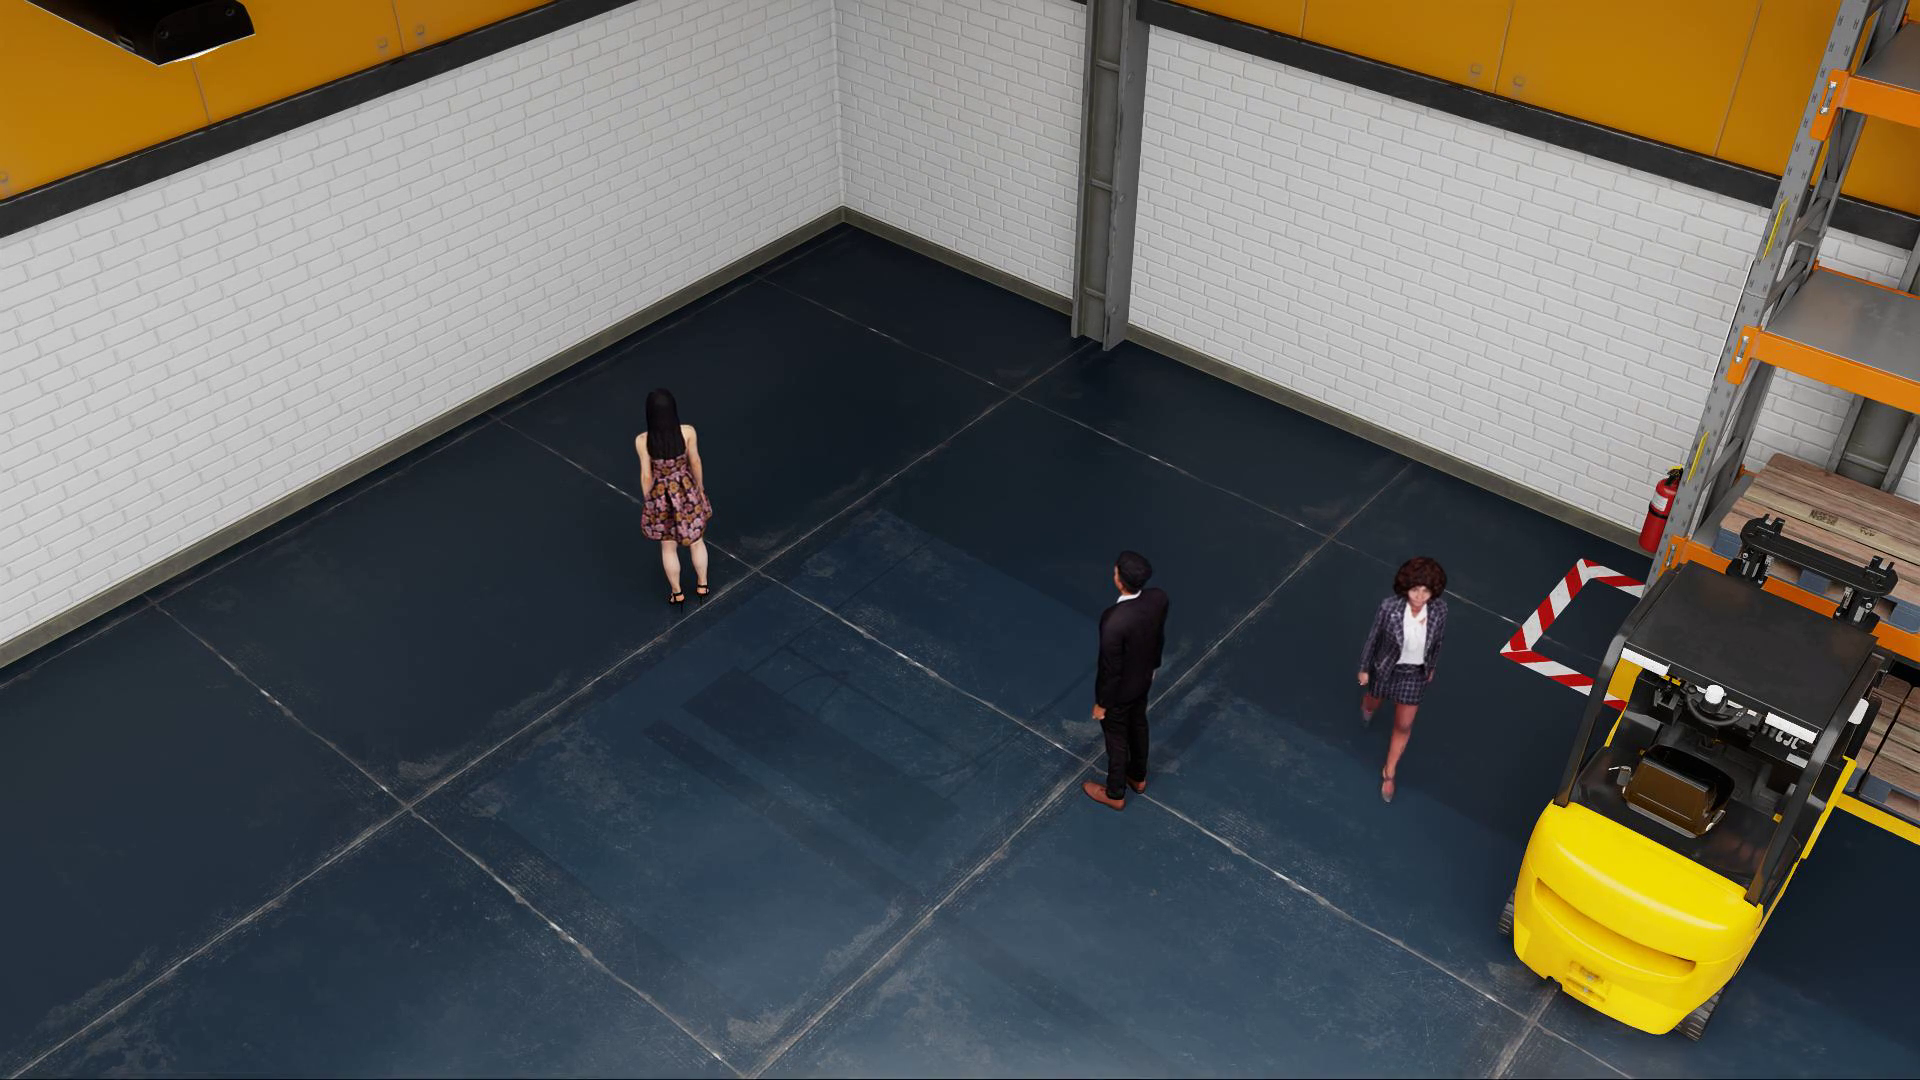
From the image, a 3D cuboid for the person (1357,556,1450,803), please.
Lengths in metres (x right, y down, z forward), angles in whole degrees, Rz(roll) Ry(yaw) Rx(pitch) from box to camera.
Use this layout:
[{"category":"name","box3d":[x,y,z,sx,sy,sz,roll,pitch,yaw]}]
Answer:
[{"category":"person","box3d":[2.639,0.743,10.050,1.066,1.676,1.045,4,39,5]}]

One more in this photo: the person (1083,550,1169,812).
[{"category":"person","box3d":[0.977,0.833,9.772,0.552,1.881,0.704,31,48,33]}]

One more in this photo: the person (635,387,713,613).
[{"category":"person","box3d":[-1.935,-0.272,11.241,0.786,1.774,0.820,-15,41,-17]}]
